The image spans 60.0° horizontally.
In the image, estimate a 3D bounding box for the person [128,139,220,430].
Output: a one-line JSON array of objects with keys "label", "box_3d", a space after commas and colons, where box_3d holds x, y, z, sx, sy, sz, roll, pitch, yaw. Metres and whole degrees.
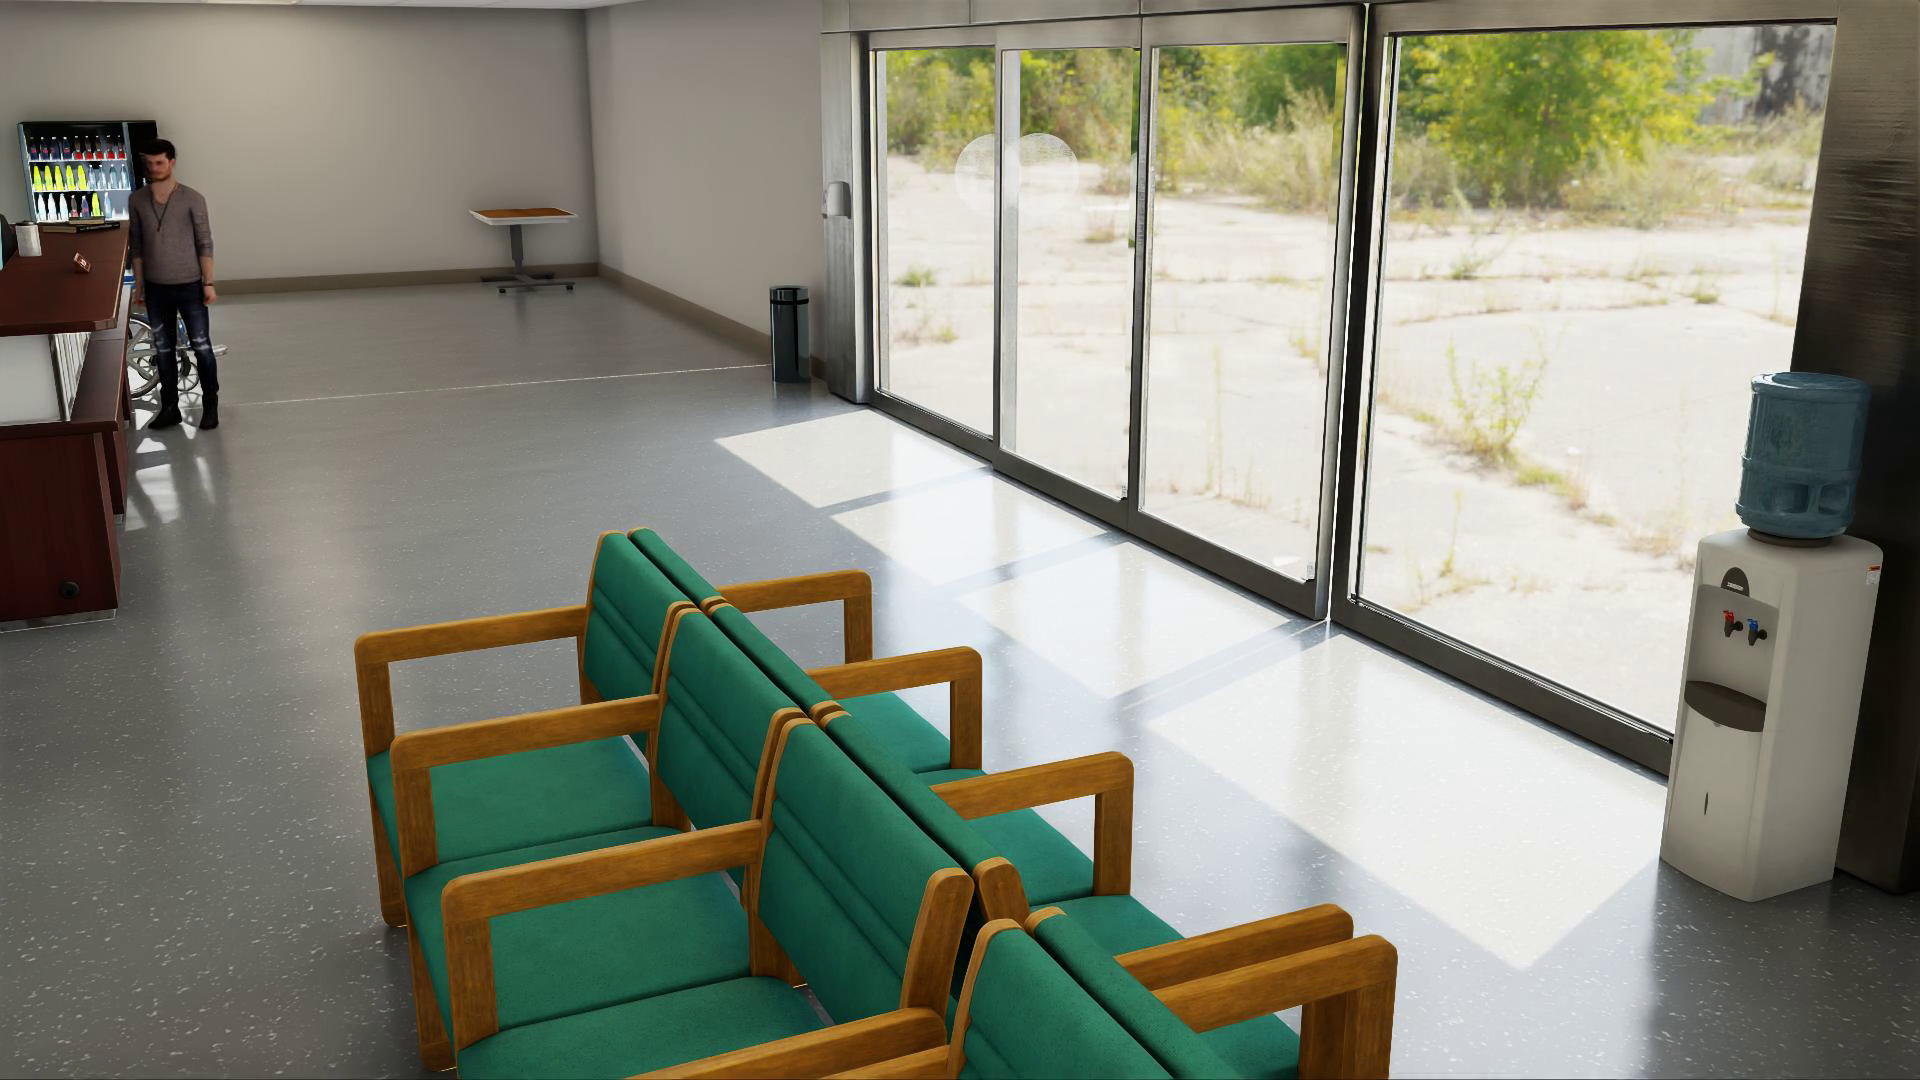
[{"label": "person", "box_3d": [-5.213, -1.697, 11.049, 0.651, 1.899, 0.816, -1, 16, -5]}]
